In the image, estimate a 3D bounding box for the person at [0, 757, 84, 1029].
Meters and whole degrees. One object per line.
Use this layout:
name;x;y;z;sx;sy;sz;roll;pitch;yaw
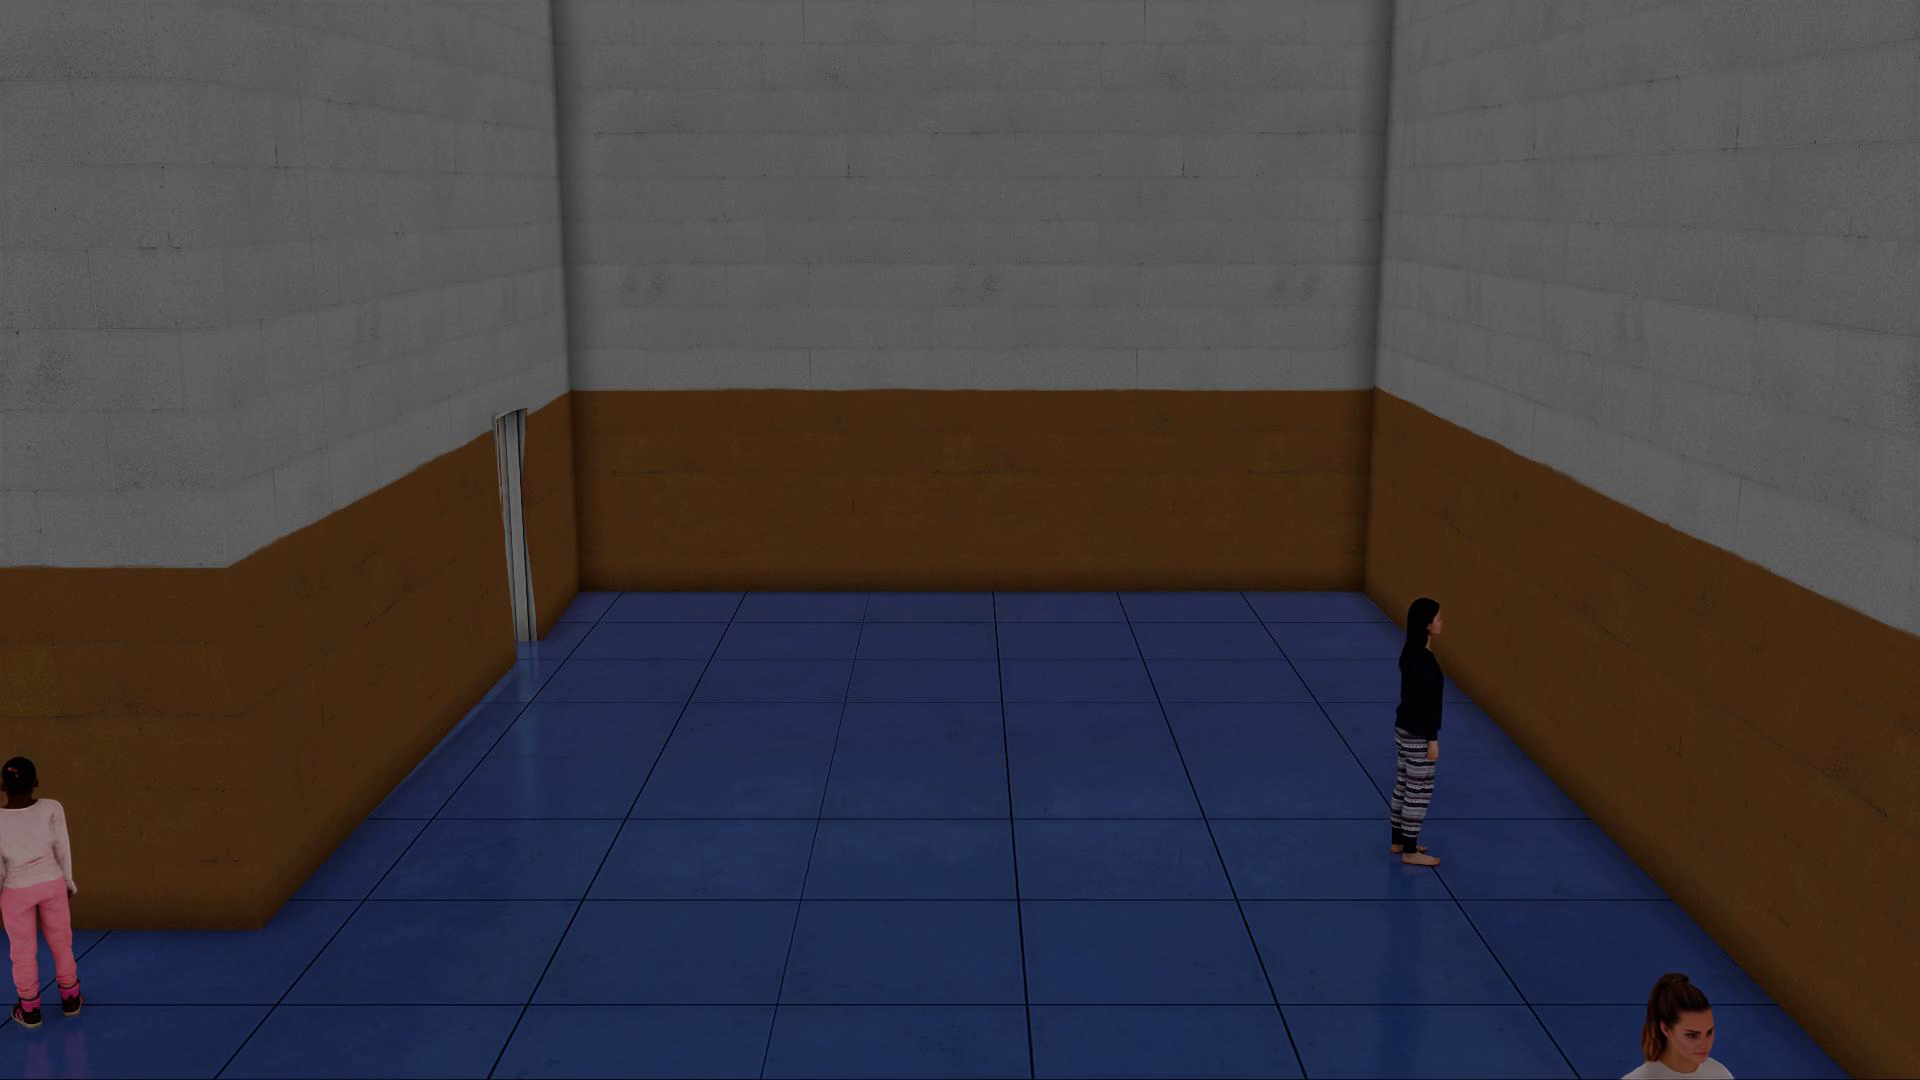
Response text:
person;-4.790;1.789;8.591;0.608;1.445;0.683;-10;16;-40

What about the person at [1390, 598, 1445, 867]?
person;2.920;1.210;10.634;0.531;1.735;0.615;-1;12;-5

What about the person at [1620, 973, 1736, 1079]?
person;2.364;2.283;5.575;0.567;1.720;0.731;-4;12;-17
